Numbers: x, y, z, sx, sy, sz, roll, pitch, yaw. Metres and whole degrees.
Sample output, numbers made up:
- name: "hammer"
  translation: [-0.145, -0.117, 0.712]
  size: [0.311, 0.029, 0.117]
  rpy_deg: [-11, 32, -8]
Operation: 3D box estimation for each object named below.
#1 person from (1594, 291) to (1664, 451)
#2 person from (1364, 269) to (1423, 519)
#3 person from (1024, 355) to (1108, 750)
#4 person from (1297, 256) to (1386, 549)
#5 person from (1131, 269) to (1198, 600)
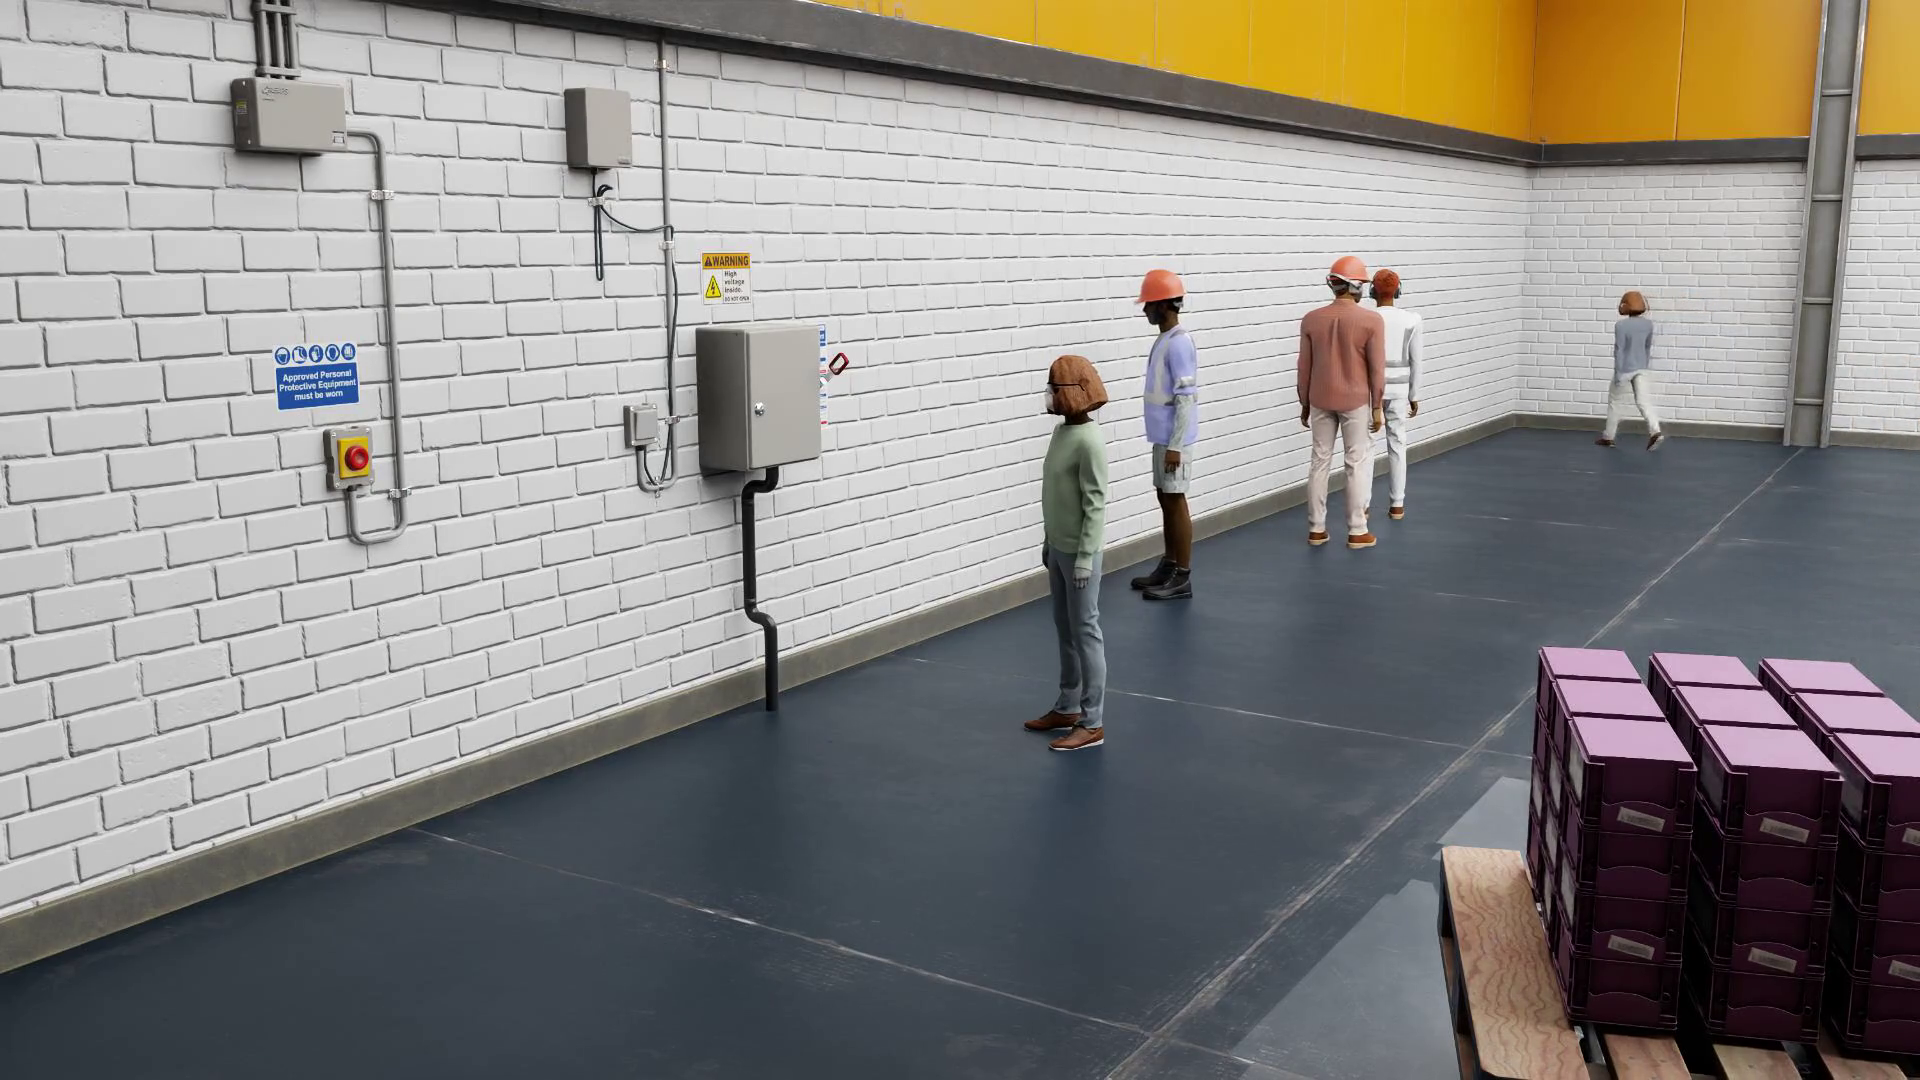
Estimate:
- name: "person"
  translation: [6.774, -1.700, 16.707]
  size: [0.502, 1.605, 0.806]
  rpy_deg: [-4, 11, -19]
- name: "person"
  translation: [3.181, -1.089, 12.540]
  size: [0.575, 1.885, 0.355]
  rpy_deg: [1, 10, 3]
- name: "person"
  translation: [0.459, 0.050, 6.920]
  size: [0.284, 1.633, 0.500]
  rpy_deg: [-3, 11, -16]
- name: "person"
  translation: [2.614, -0.939, 11.406]
  size: [0.612, 1.991, 0.392]
  rpy_deg: [7, 12, 32]
- name: "person"
  translation: [1.198, -0.609, 9.746]
  size: [0.382, 1.930, 0.547]
  rpy_deg: [-1, 10, -3]
